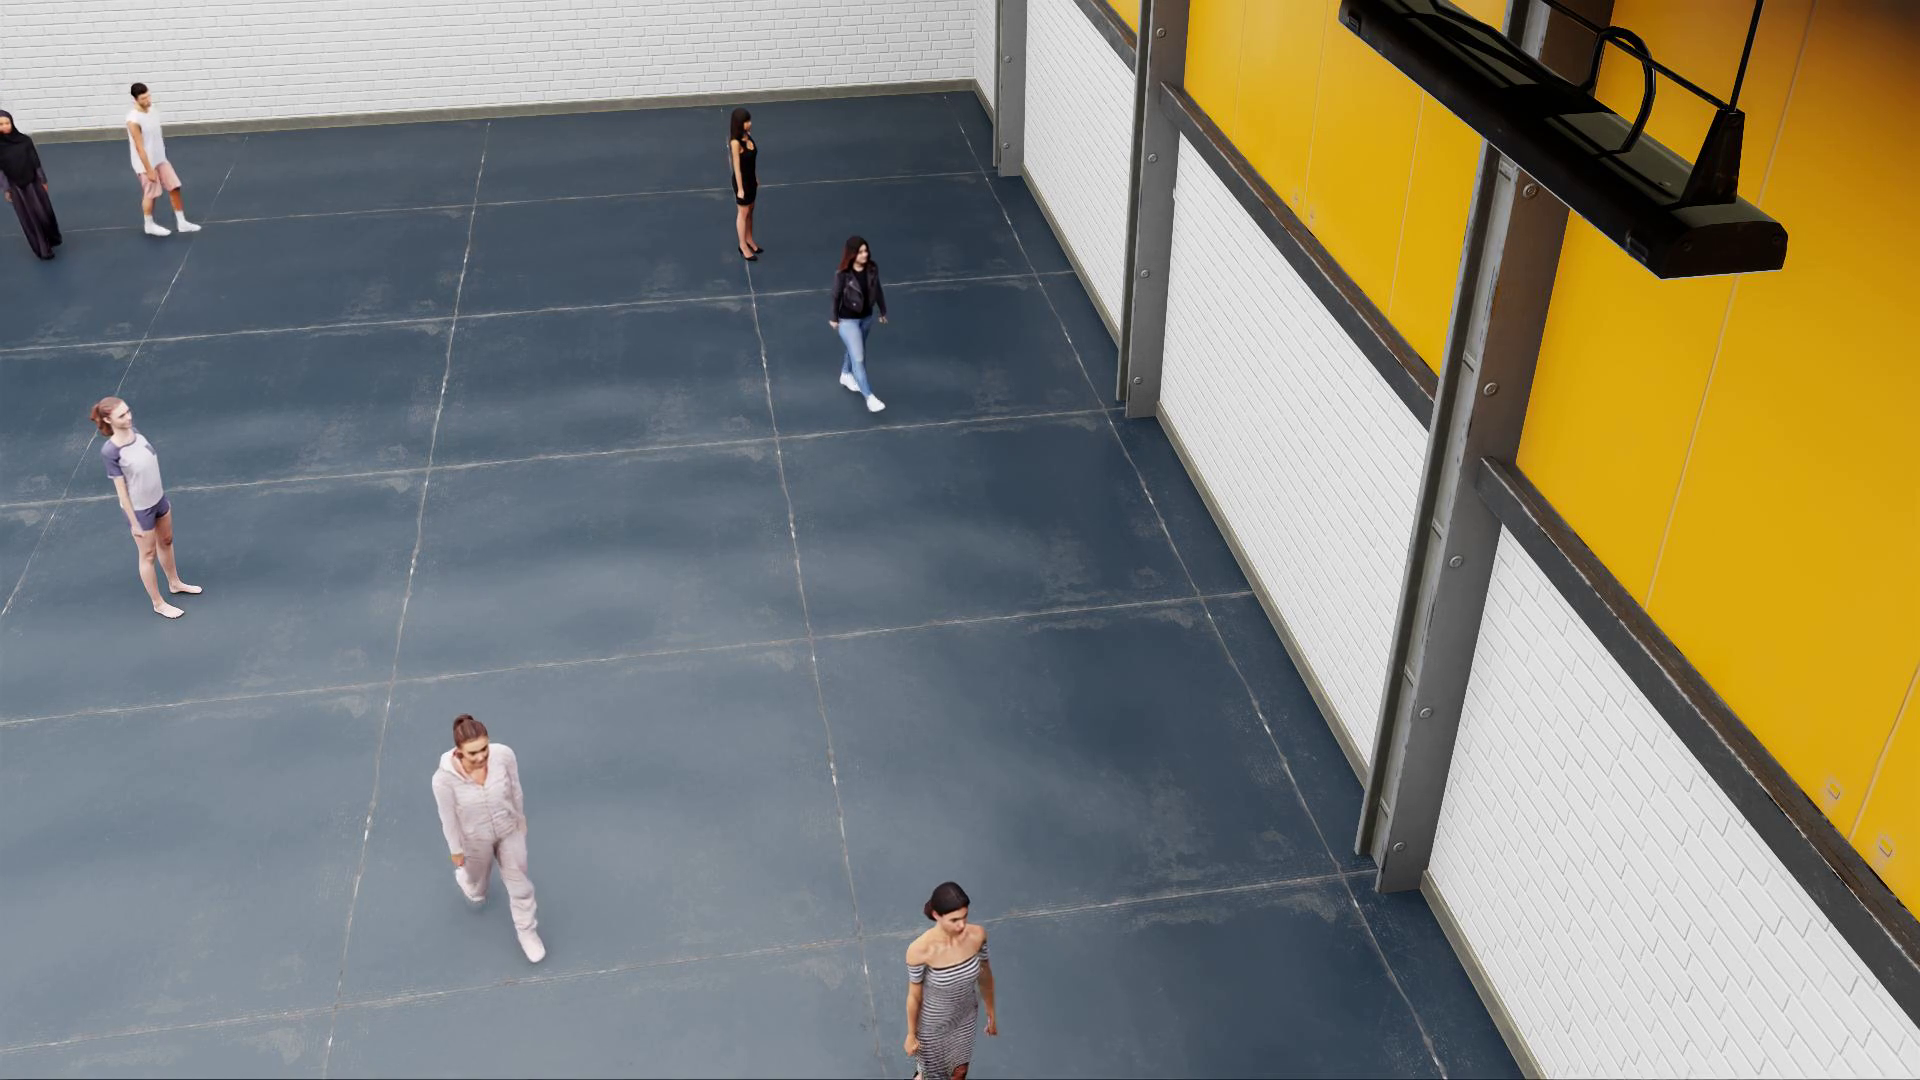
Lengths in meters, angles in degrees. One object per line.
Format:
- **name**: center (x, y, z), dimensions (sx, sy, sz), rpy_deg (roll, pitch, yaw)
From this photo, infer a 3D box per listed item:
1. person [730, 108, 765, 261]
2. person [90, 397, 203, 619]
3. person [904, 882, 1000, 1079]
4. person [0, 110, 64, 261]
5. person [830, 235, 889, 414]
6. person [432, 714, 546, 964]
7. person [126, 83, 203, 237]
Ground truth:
- **person**: center (-2.292, -3.784, 17.635), dimensions (0.669, 1.648, 0.548), rpy_deg (9, 35, 13)
- **person**: center (-6.008, -0.270, 12.240), dimensions (0.696, 1.767, 0.588), rpy_deg (4, 34, 6)
- **person**: center (-0.109, 2.347, 8.260), dimensions (0.730, 1.815, 0.775), rpy_deg (-17, 37, -23)
- **person**: center (-9.987, -3.818, 17.723), dimensions (0.727, 1.606, 0.852), rpy_deg (-17, 37, -24)
- **person**: center (-0.984, -1.997, 14.994), dimensions (0.981, 1.594, 1.180), rpy_deg (-24, 41, -32)
- **person**: center (-2.722, 1.625, 9.479), dimensions (0.889, 1.666, 1.107), rpy_deg (-20, 39, -27)
- **person**: center (-8.846, -4.115, 18.053), dimensions (0.899, 1.736, 0.927), rpy_deg (3, 34, 4)
